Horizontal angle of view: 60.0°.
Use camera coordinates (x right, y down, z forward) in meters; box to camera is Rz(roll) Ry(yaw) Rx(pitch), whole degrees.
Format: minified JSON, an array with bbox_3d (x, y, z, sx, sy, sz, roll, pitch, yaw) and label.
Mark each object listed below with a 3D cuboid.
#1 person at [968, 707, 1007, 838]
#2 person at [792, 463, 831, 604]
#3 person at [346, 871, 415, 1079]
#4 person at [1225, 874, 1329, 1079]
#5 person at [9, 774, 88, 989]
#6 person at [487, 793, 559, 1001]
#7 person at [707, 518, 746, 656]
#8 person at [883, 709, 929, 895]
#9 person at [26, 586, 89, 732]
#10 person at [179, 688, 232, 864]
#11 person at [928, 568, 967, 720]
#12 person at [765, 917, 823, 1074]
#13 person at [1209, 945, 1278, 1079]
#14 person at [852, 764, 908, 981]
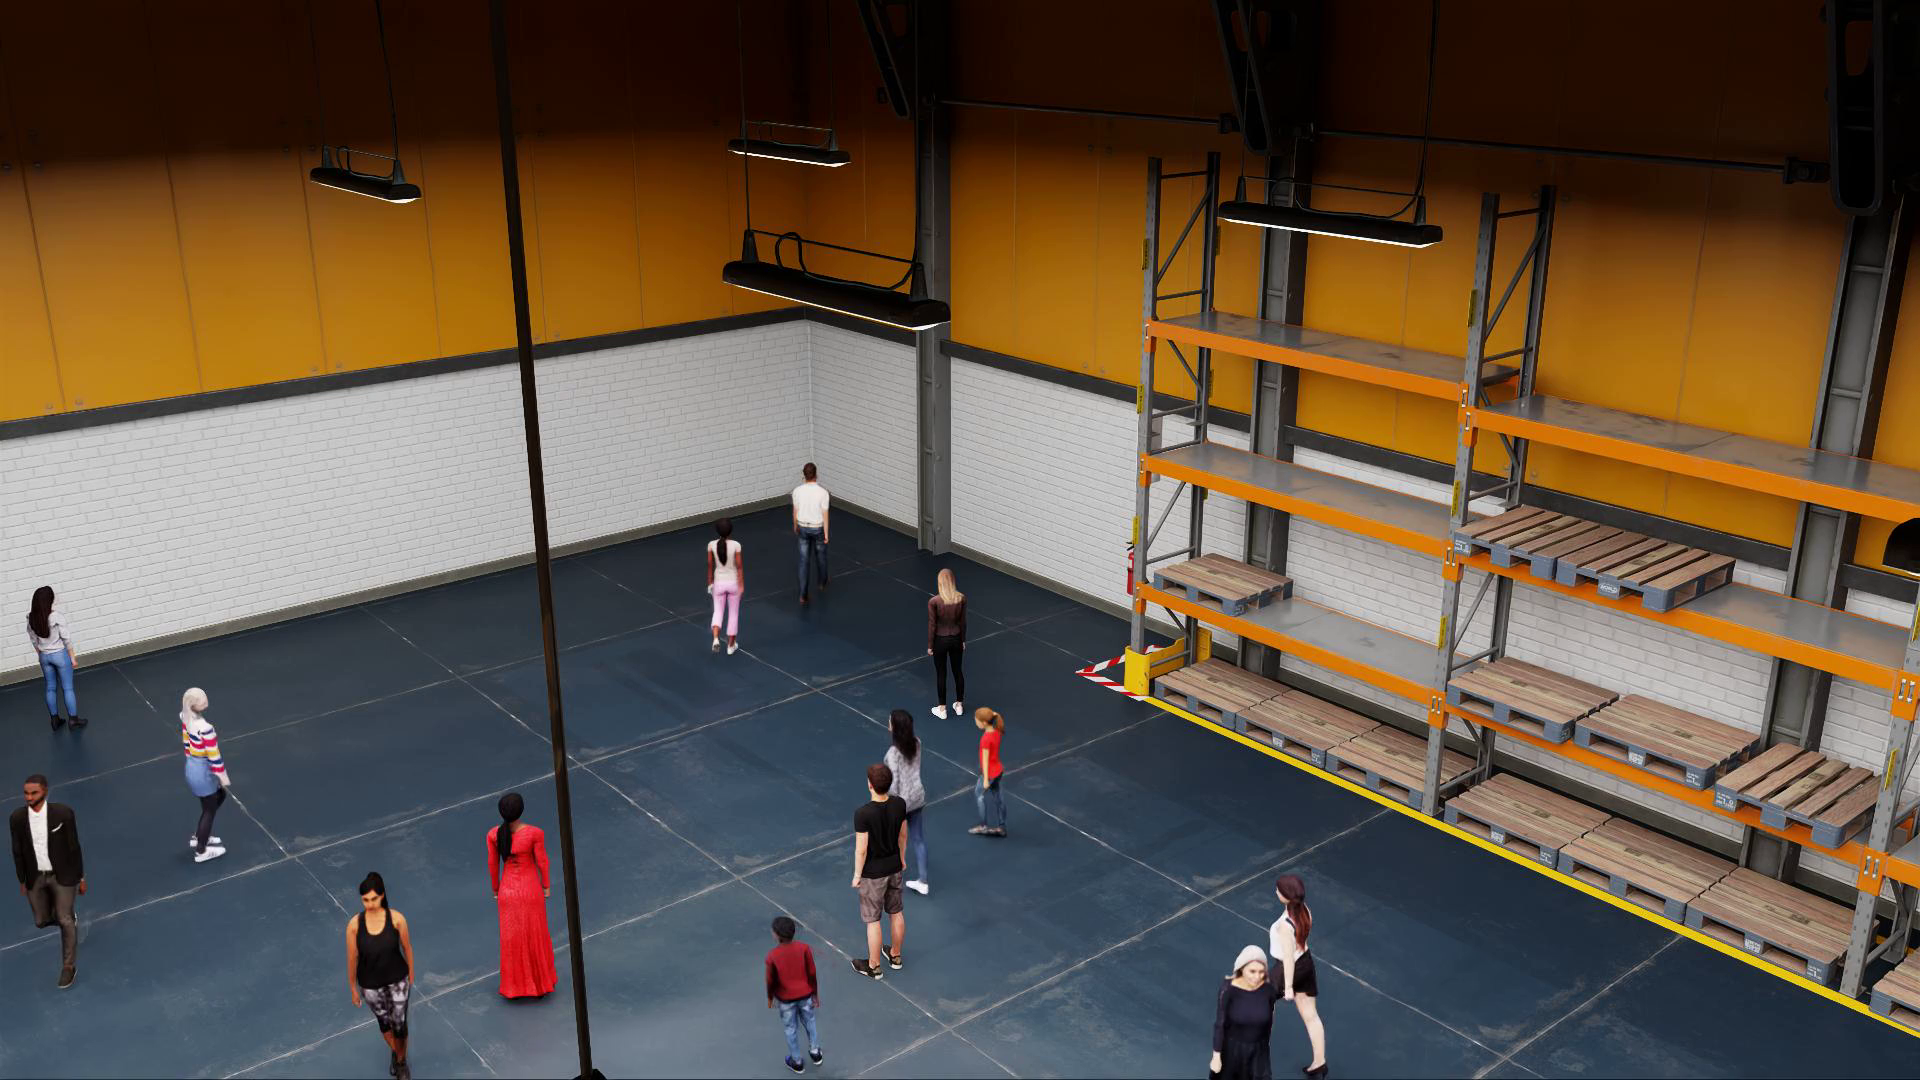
[{"bbox_3d":[0.364,2.213,15.677,0.670,1.288,0.598,8,20,21],"label":"person"},{"bbox_3d":[-1.969,-0.052,21.595,1.273,1.804,1.242,4,19,12],"label":"person"},{"bbox_3d":[-4.240,3.179,12.241,0.722,1.650,0.777,-5,19,-14],"label":"person"},{"bbox_3d":[2.504,3.232,12.160,1.147,1.601,0.768,14,23,36],"label":"person"},{"bbox_3d":[-7.325,2.696,13.466,0.928,1.783,1.066,-4,19,-10],"label":"person"},{"bbox_3d":[-3.476,2.809,13.129,0.740,1.784,0.784,-1,19,-2],"label":"person"},{"bbox_3d":[-2.802,0.590,19.806,0.866,1.730,0.919,2,19,7],"label":"person"},{"bbox_3d":[-0.430,2.339,14.660,1.050,1.698,0.724,17,25,40],"label":"person"},{"bbox_3d":[-9.765,1.271,17.935,0.665,1.632,0.729,2,19,6],"label":"person"},{"bbox_3d":[-6.937,2.129,15.170,0.530,1.771,0.781,13,22,33],"label":"person"},{"bbox_3d":[-0.139,1.128,18.250,0.655,1.703,0.596,-9,20,-24],"label":"person"},{"bbox_3d":[-1.204,3.377,12.311,0.608,1.230,0.613,-3,19,-10],"label":"person"},{"bbox_3d":[1.891,3.474,11.262,0.982,1.716,1.155,-2,19,-5],"label":"person"},{"bbox_3d":[-0.640,2.660,13.451,0.660,1.862,0.567,-14,23,-36],"label":"person"}]
